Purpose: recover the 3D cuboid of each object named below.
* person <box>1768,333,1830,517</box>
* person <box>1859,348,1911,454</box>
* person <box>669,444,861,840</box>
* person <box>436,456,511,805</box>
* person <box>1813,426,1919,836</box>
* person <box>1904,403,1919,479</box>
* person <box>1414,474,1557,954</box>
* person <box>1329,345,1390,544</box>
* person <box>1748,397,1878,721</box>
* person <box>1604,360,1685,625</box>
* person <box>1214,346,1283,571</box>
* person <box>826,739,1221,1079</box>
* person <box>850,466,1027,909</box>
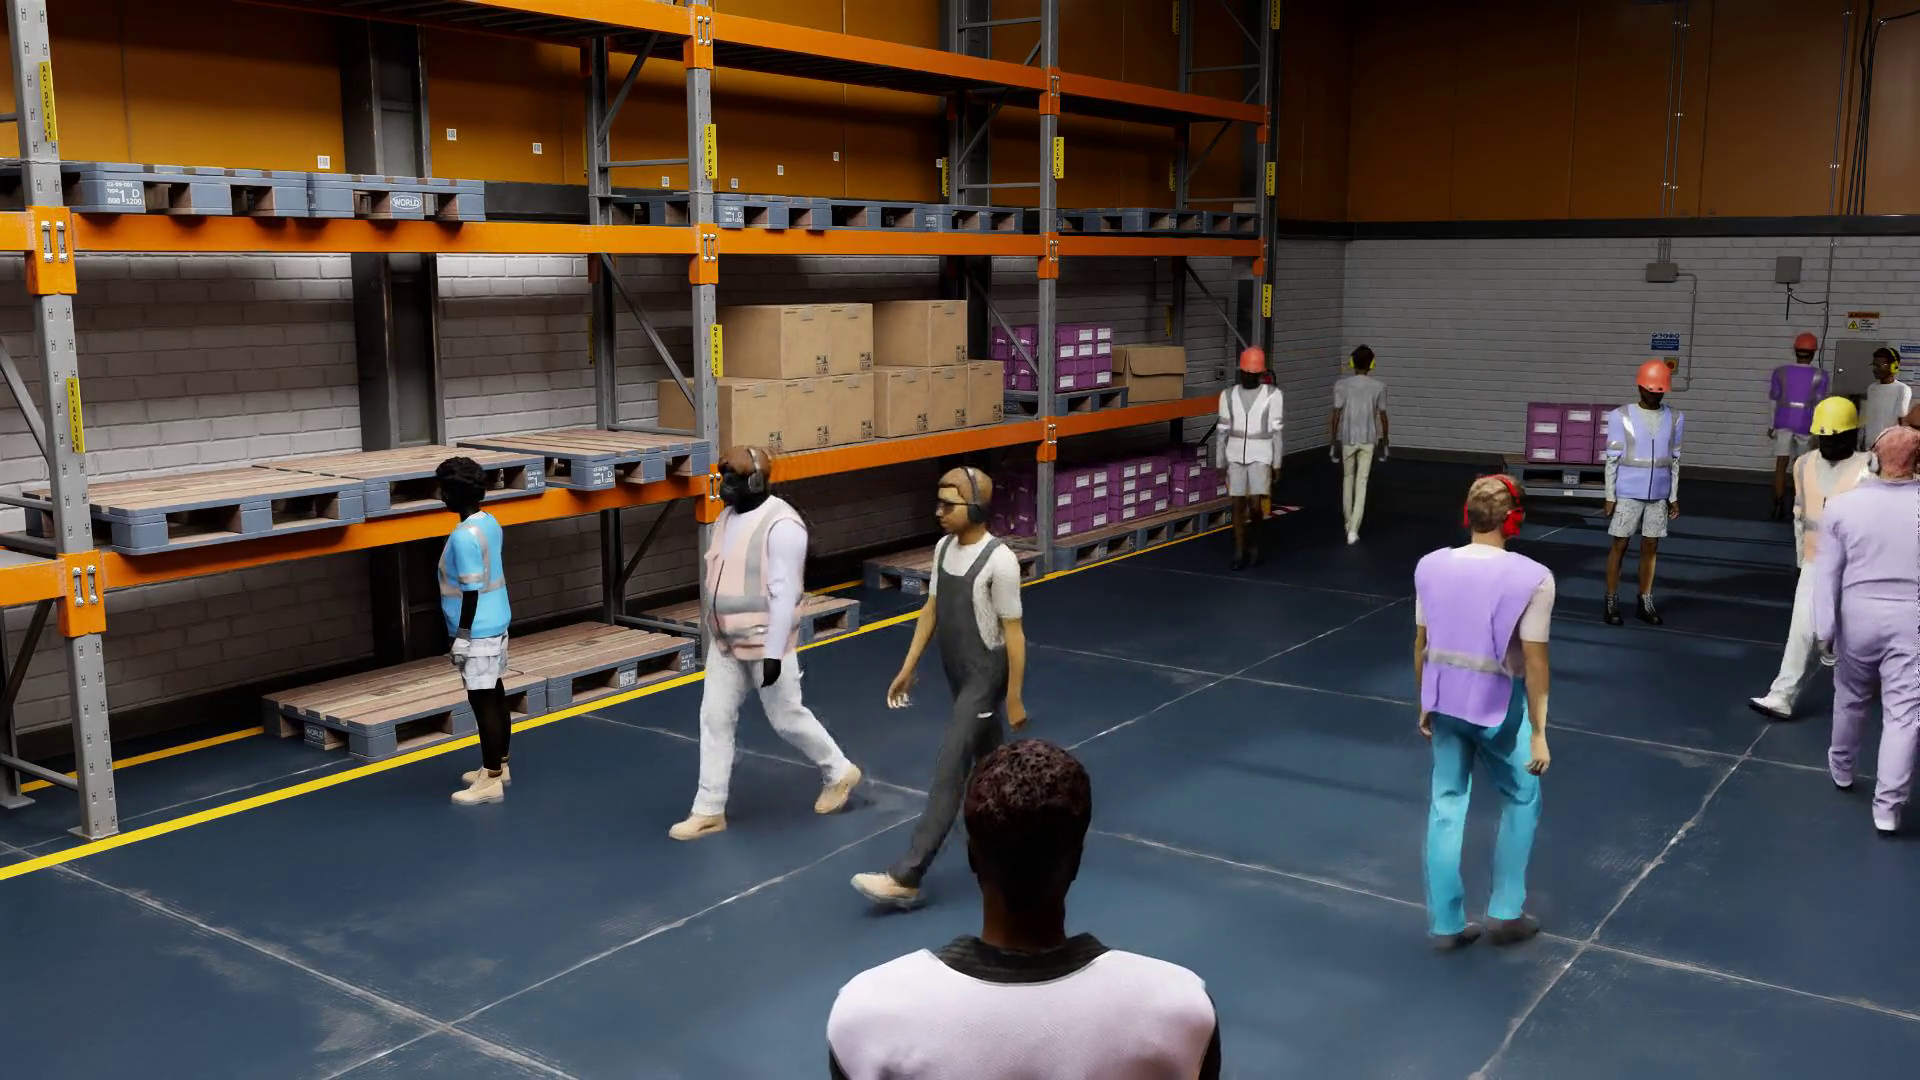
[{"bbox_3d":[8.643,-1.192,17.188,0.544,1.896,0.985,5,11,29],"label":"person"},{"bbox_3d":[8.224,-0.787,14.871,0.317,1.860,0.509,-2,10,-9],"label":"person"},{"bbox_3d":[-0.893,0.449,7.671,0.904,1.808,0.622,-9,13,-43],"label":"person"},{"bbox_3d":[-2.354,0.435,8.085,0.321,1.692,0.530,-1,10,-4],"label":"person"},{"bbox_3d":[4.383,0.395,7.848,0.646,1.854,1.004,5,11,29],"label":"person"},{"bbox_3d":[7.155,-0.266,12.543,0.761,1.598,0.511,-5,11,-30],"label":"person"},{"bbox_3d":[2.034,0.654,6.356,0.642,1.826,0.596,-9,13,-44],"label":"person"},{"bbox_3d":[3.791,-0.917,15.716,0.539,1.825,0.928,3,10,18],"label":"person"},{"bbox_3d":[4.966,0.119,9.454,1.009,1.856,0.615,-6,11,-33],"label":"person"},{"bbox_3d":[4.924,-0.334,11.970,0.548,1.924,0.390,0,10,1],"label":"person"},{"bbox_3d":[2.417,-0.676,14.024,0.576,1.914,0.416,4,10,24],"label":"person"},{"bbox_3d":[0.098,1.251,2.555,0.590,1.919,0.395,0,10,-1],"label":"person"},{"bbox_3d":[-0.045,0.598,6.786,0.951,1.796,0.510,-4,10,-25],"label":"person"}]
